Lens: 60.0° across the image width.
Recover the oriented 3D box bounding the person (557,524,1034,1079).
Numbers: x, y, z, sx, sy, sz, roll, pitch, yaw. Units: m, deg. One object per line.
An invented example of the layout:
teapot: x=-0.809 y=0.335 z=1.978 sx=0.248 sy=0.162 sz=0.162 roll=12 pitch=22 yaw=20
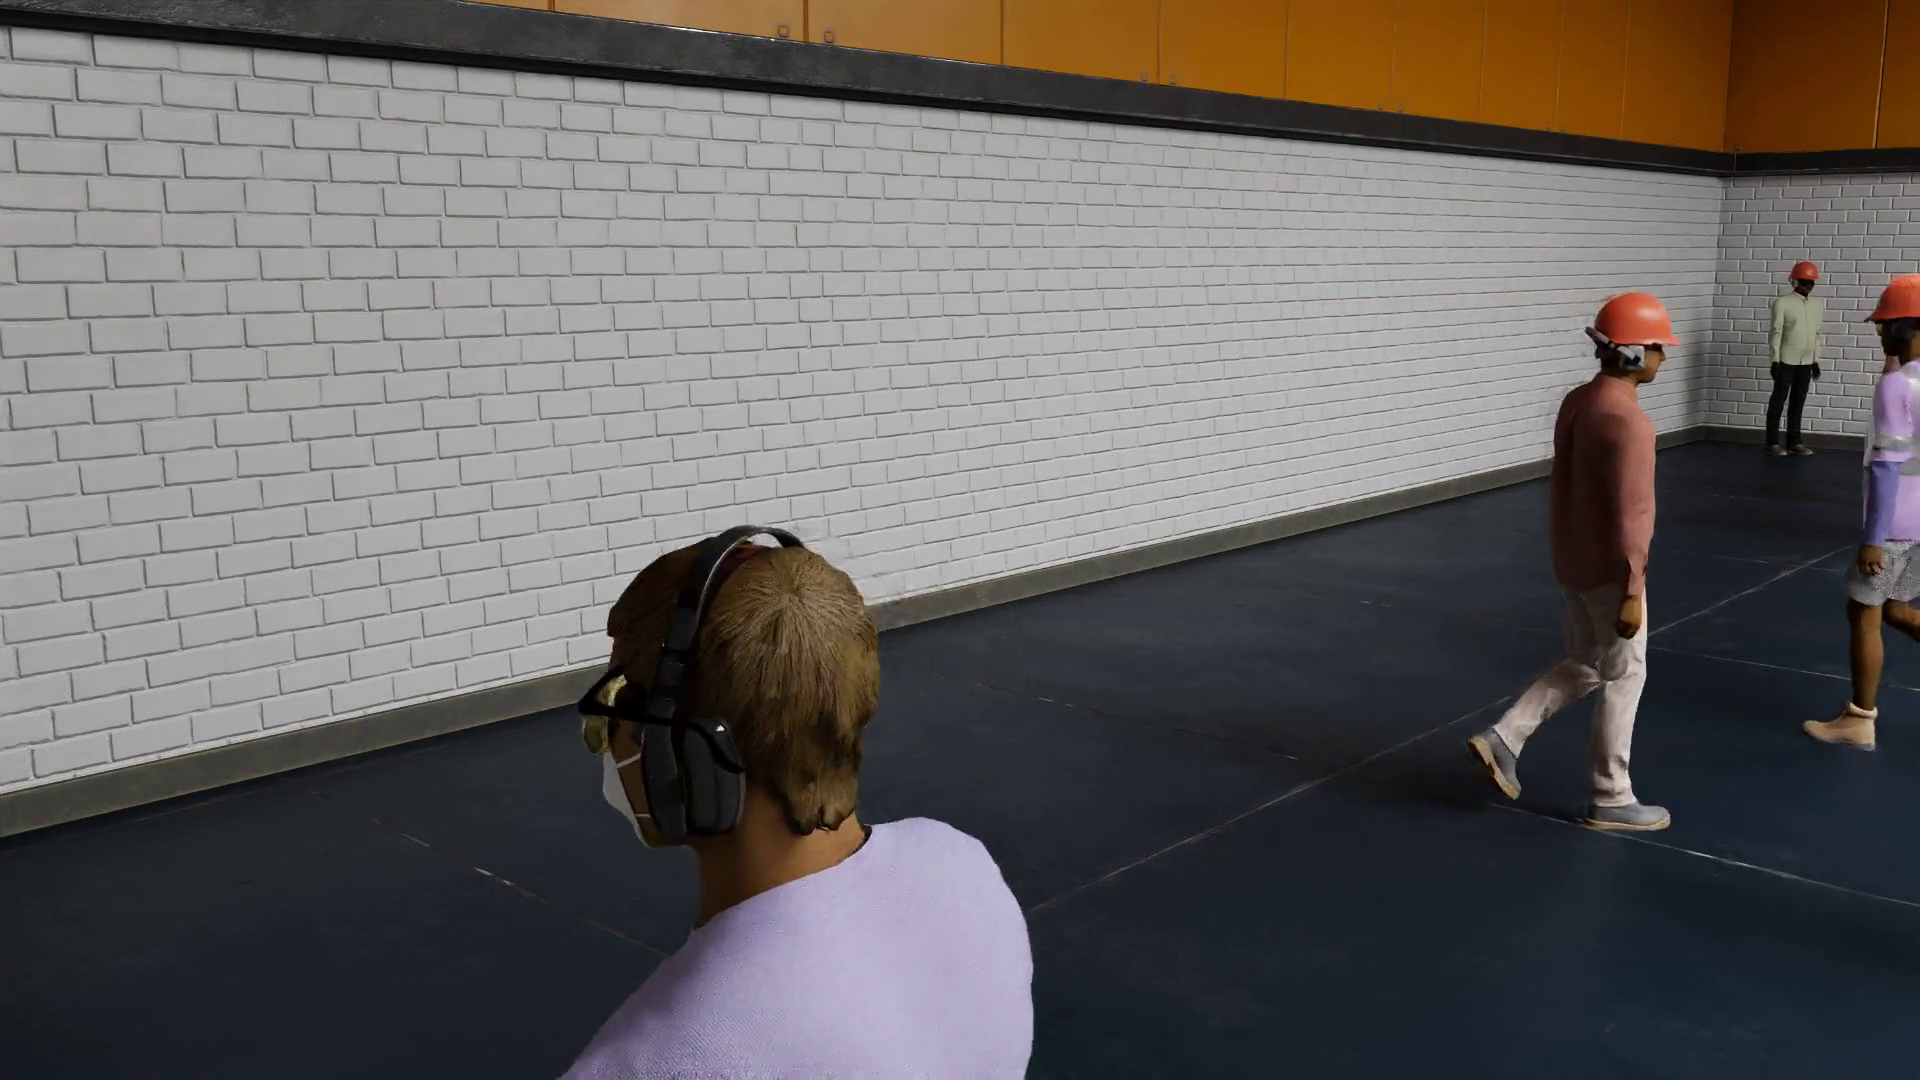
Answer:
person: x=-0.085 y=0.932 z=1.443 sx=0.827 sy=1.920 sz=0.637 roll=6 pitch=11 yaw=29

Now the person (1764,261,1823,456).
person: x=8.564 y=-1.851 z=17.053 sx=0.616 sy=1.992 sz=0.393 roll=-3 pitch=10 yaw=-18

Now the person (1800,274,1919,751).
person: x=3.971 y=-0.077 z=6.887 sx=0.610 sy=2.027 sz=0.692 roll=-8 pitch=13 yaw=-37

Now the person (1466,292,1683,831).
person: x=2.277 y=0.095 z=6.030 sx=0.626 sy=1.973 sz=0.630 roll=-1 pitch=10 yaw=-3

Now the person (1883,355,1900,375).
person: x=7.715 y=-1.119 z=13.558 sx=0.526 sy=1.765 sz=0.338 roll=-3 pitch=10 yaw=-14
